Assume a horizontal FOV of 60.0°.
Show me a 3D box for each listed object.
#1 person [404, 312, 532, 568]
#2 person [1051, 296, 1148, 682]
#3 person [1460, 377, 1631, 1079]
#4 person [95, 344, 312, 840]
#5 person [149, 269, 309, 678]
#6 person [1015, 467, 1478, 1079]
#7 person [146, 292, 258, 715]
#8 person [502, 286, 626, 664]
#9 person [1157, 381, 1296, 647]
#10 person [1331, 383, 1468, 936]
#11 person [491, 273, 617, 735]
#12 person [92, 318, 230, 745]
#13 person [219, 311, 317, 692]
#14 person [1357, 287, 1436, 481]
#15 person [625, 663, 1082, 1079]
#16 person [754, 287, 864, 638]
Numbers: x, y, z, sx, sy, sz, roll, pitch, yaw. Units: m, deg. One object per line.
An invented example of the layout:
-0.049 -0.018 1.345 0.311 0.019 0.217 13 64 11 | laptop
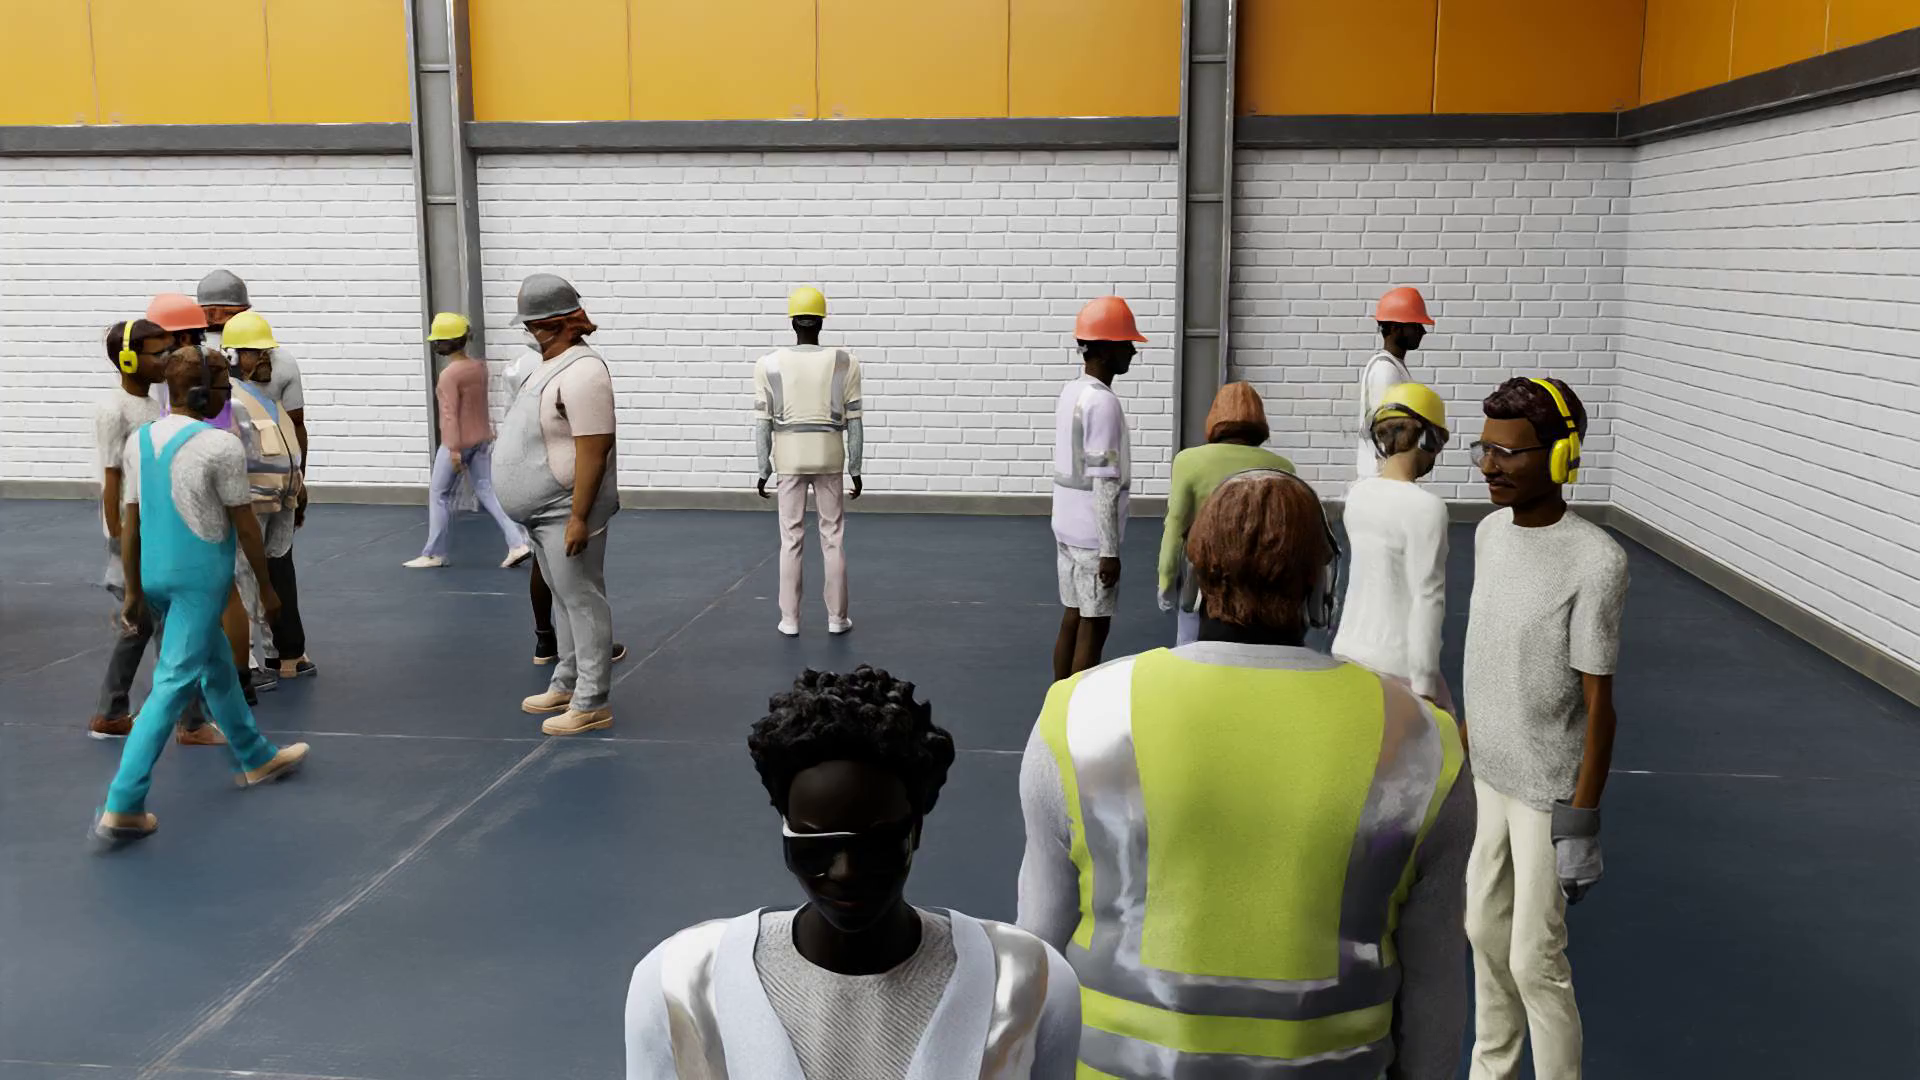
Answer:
-3.285 -0.647 11.038 0.864 1.722 0.527 3 10 15 | person
0.573 -0.032 6.891 0.379 1.938 0.547 -2 10 -11 | person
1.253 0.563 3.723 0.322 1.860 0.519 -2 10 -14 | person
-2.874 0.176 6.185 0.517 1.792 1.013 5 11 26 | person
-3.586 -0.318 8.231 0.687 2.000 0.535 -4 11 -21 | person
0.394 0.807 2.411 0.646 1.829 0.429 1 10 5 | person
-3.515 -0.163 7.645 0.376 1.935 0.548 -8 13 -40 | person
-2.013 -0.326 8.487 0.606 1.967 0.367 3 10 16 | person
1.051 0.182 6.582 0.539 1.606 0.395 0 10 1 | person
1.415 0.383 5.152 0.734 1.718 0.550 -4 11 -22 | person
-1.793 -0.167 7.369 0.535 2.000 0.673 -5 11 -24 | person
-3.470 -0.023 7.147 0.609 1.867 0.569 -2 10 -9 | person
-3.416 -0.193 8.111 0.404 1.830 0.602 3 10 16 | person
2.239 -0.332 8.605 0.362 1.935 0.553 2 10 14 | person
-0.121 0.964 1.874 0.529 1.697 0.321 -1 10 -5 | person
-0.827 -0.421 9.150 0.594 1.924 0.374 -1 10 -6 | person
